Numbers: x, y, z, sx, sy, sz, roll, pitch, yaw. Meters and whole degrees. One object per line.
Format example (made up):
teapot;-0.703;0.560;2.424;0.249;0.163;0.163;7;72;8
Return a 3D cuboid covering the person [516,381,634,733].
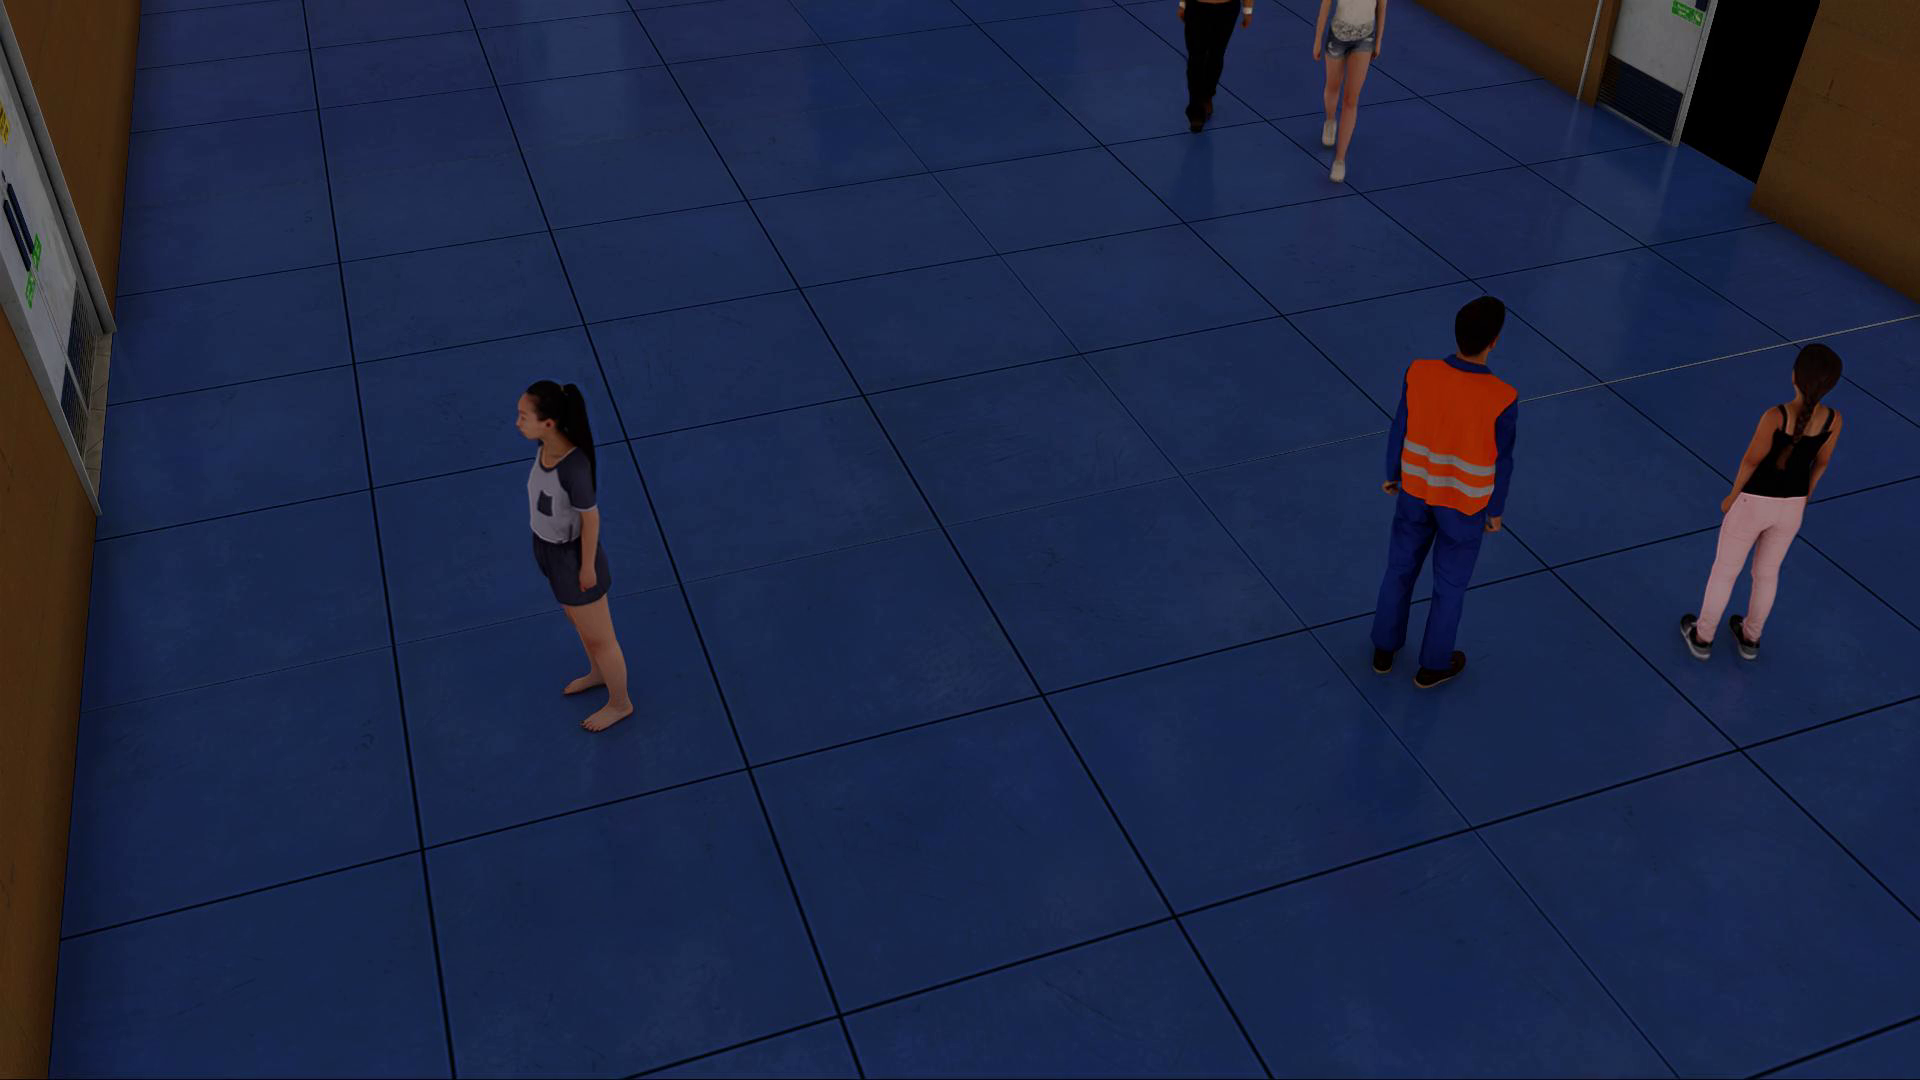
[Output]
person;-1.567;0.063;6.806;0.564;1.649;0.629;-19;41;-24

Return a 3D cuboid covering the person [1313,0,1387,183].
person;2.655;-3.418;11.392;1.163;1.713;1.061;7;37;9

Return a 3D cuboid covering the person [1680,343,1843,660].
person;3.477;-0.144;7.154;0.529;1.563;0.627;-1;37;-1

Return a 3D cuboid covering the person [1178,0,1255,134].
person;1.823;-3.854;11.972;1.159;1.714;1.029;2;37;3

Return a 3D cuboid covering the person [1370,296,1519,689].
person;2.021;-0.180;6.951;0.790;1.864;0.804;24;43;29
